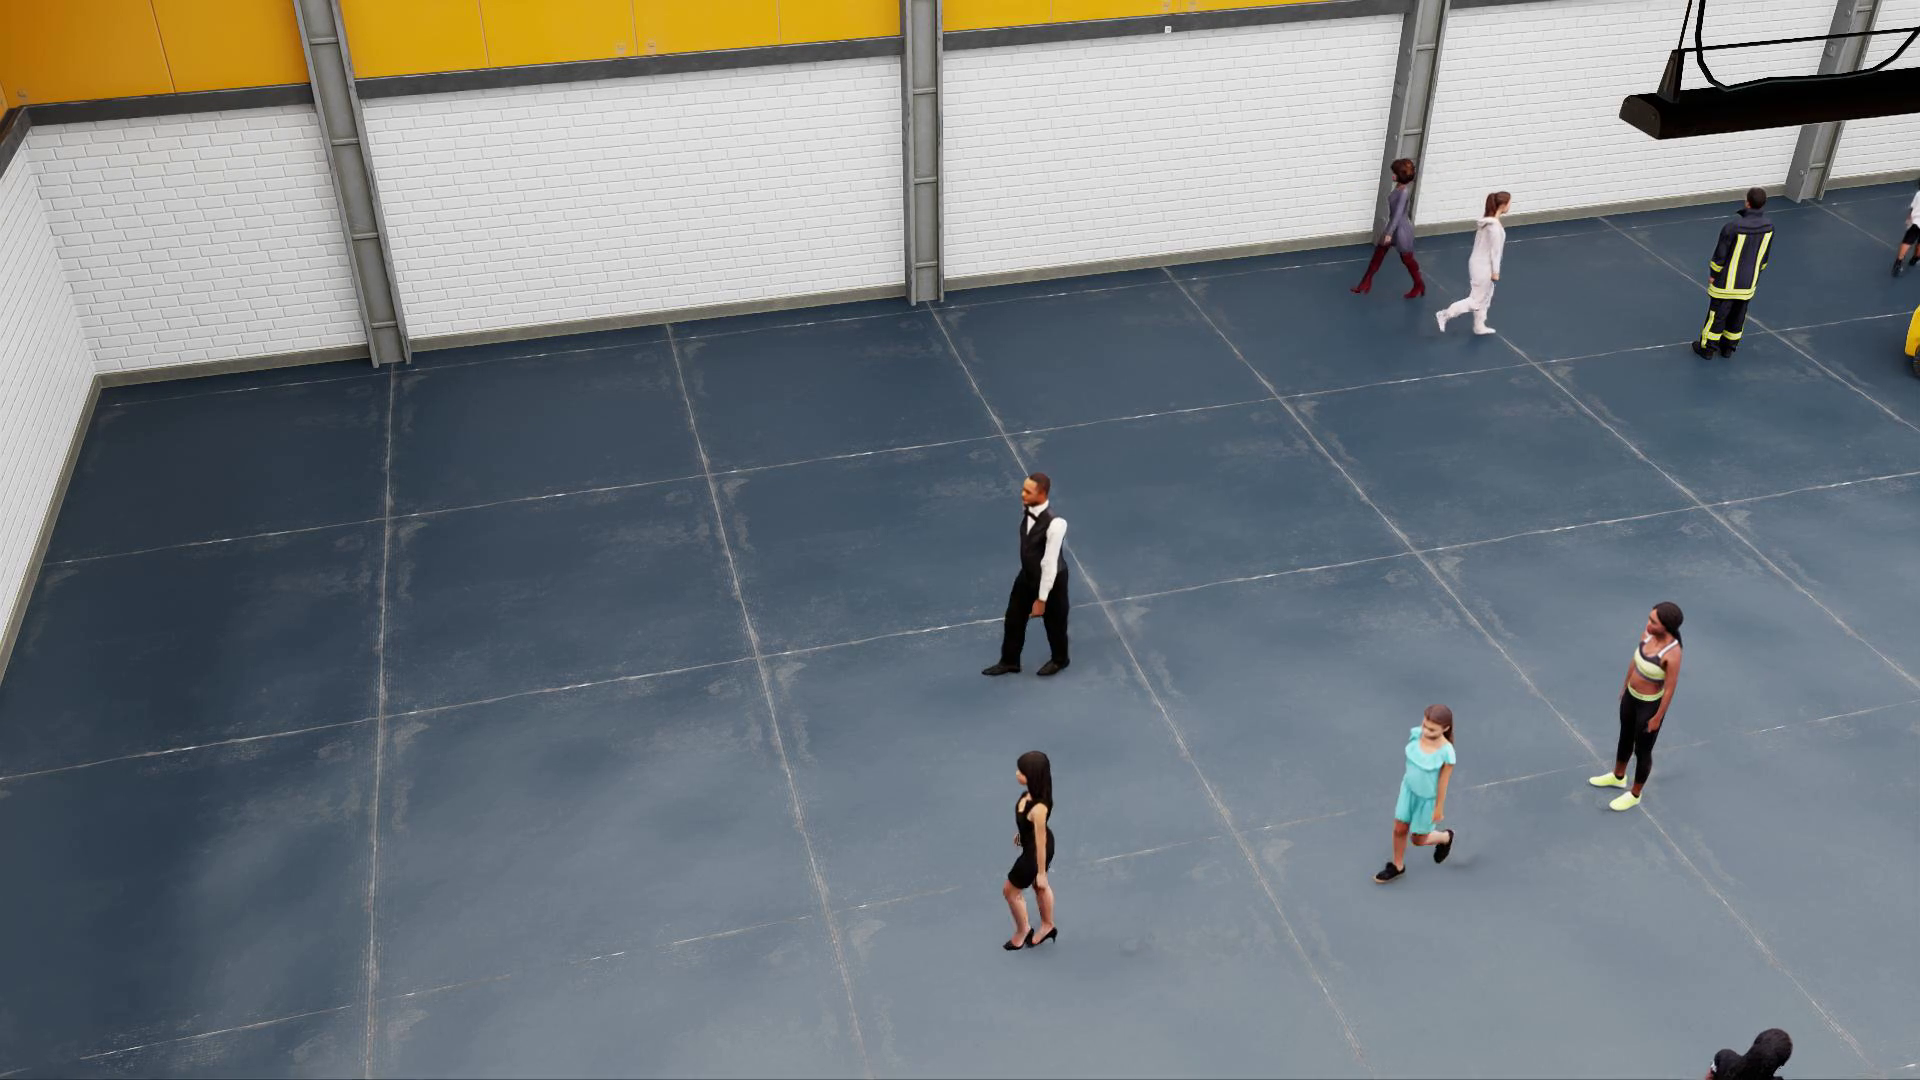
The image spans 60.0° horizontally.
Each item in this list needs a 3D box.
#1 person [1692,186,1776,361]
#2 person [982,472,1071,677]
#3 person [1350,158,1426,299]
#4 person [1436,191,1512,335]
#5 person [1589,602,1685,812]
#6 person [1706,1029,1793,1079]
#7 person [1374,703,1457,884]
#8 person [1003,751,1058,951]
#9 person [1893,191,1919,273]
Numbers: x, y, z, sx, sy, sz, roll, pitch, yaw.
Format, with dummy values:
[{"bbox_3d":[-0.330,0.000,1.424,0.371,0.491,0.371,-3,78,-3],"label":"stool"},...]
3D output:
[{"bbox_3d":[8.292,-2.845,17.753,0.643,1.926,0.871,-4,34,-6],"label":"person"},{"bbox_3d":[0.735,0.281,13.083,1.065,1.888,0.880,-20,38,-27],"label":"person"},{"bbox_3d":[5.087,-3.502,18.975,1.136,1.667,0.788,2,34,3],"label":"person"},{"bbox_3d":[5.648,-2.988,18.203,1.019,1.665,0.797,1,34,1],"label":"person"},{"bbox_3d":[4.898,1.169,11.869,0.498,1.754,0.564,-7,34,-11],"label":"person"},{"bbox_3d":[4.046,3.213,8.828,0.929,1.715,1.083,28,43,35],"label":"person"},{"bbox_3d":[3.188,1.703,11.255,0.905,1.543,0.684,-16,37,-23],"label":"person"},{"bbox_3d":[0.564,2.022,10.694,0.671,1.635,0.663,0,34,0],"label":"person"},{"bbox_3d":[11.395,-3.771,19.760,0.930,1.245,0.749,-29,43,-36],"label":"person"}]
